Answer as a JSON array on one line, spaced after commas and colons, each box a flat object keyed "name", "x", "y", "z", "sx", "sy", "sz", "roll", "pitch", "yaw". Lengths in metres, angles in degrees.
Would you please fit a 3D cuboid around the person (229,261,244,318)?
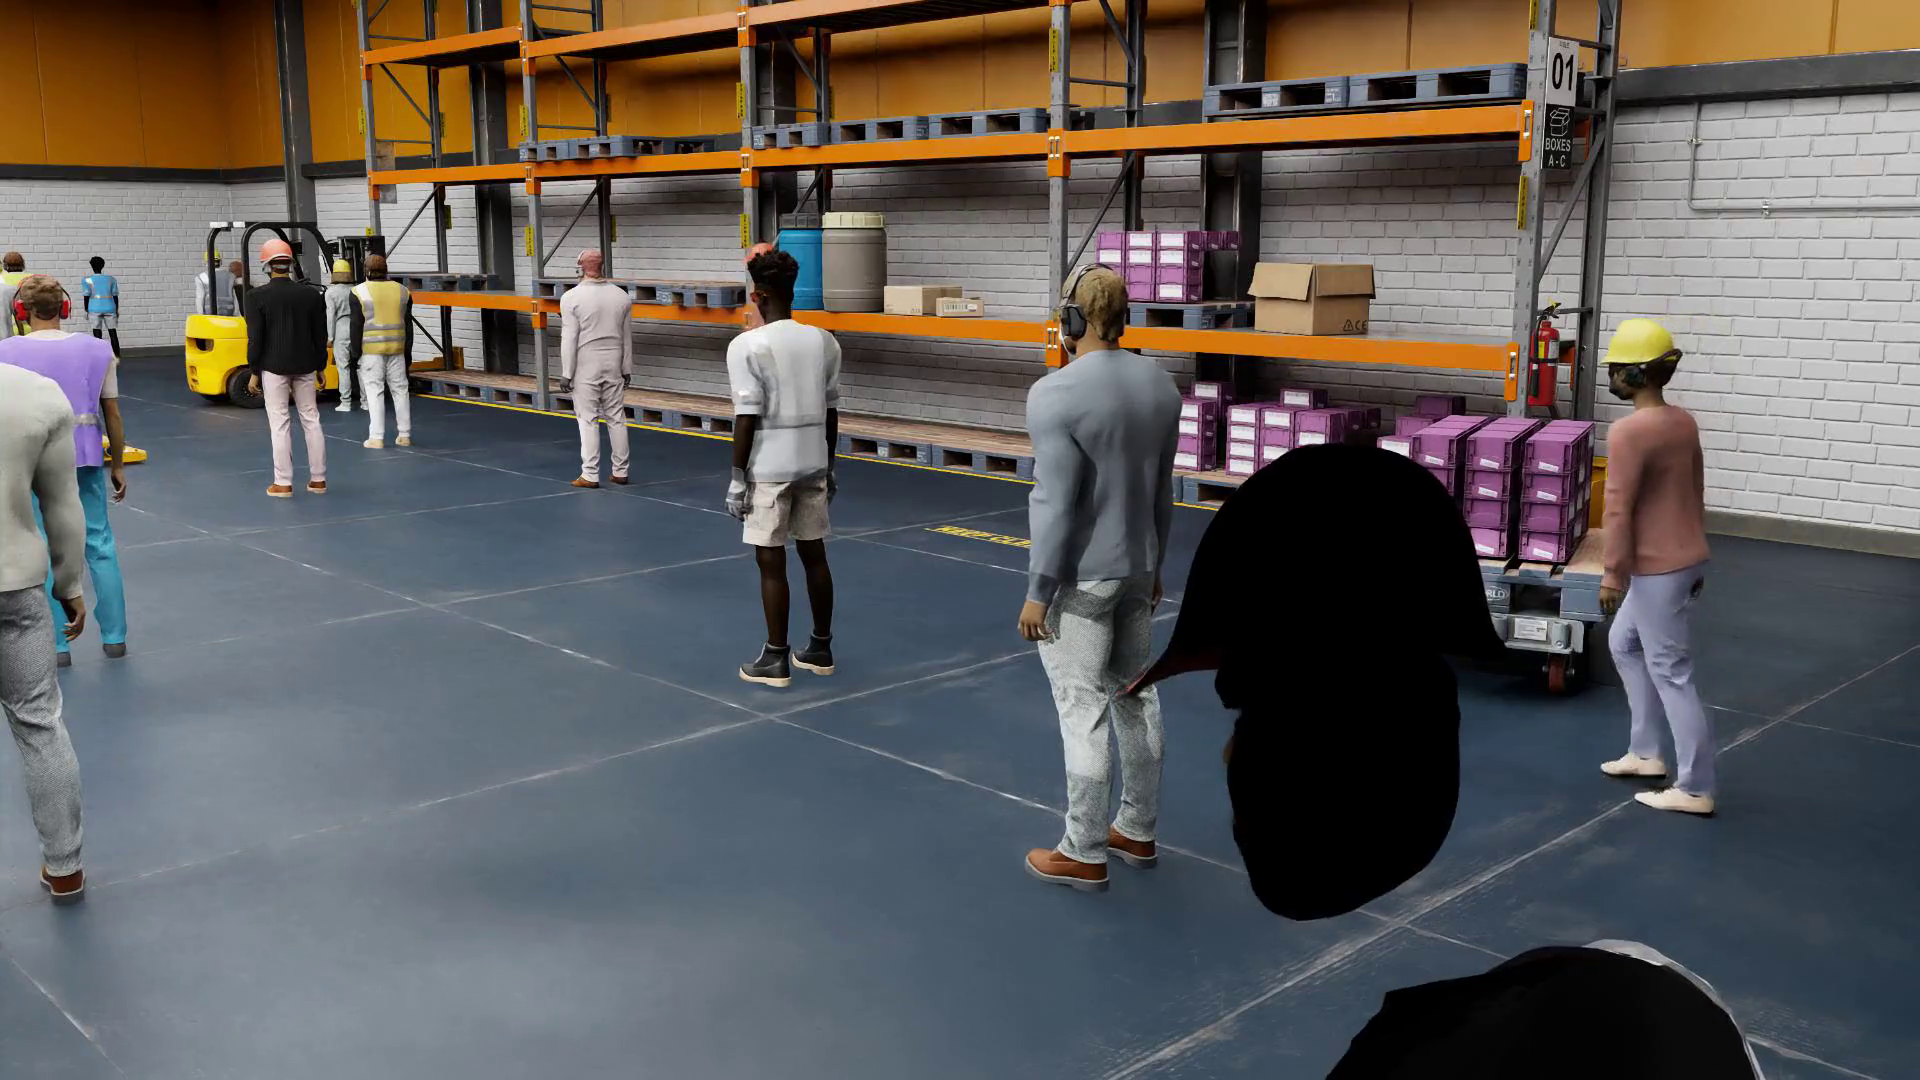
[{"name": "person", "x": -11.390, "y": -3.630, "z": 26.511, "sx": 0.333, "sy": 1.611, "sz": 0.617, "roll": 0, "pitch": 10, "yaw": -1}]

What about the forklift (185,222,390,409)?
[{"name": "forklift", "x": -8.169, "y": -2.758, "z": 20.163, "sx": 2.313, "sy": 2.155, "sz": 1.214, "roll": -10, "pitch": 14, "yaw": -44}]

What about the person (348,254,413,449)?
[{"name": "person", "x": -5.529, "y": -1.796, "z": 15.884, "sx": 0.634, "sy": 1.841, "sz": 0.429, "roll": -10, "pitch": 14, "yaw": -44}]

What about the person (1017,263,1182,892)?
[{"name": "person", "x": 0.428, "y": 0.119, "z": 5.171, "sx": 0.635, "sy": 1.937, "sz": 0.353, "roll": -10, "pitch": 14, "yaw": -44}]

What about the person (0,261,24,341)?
[{"name": "person", "x": -9.319, "y": -1.846, "z": 16.082, "sx": 0.535, "sy": 1.868, "sz": 0.309, "roll": -10, "pitch": 14, "yaw": -44}]

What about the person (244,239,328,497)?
[{"name": "person", "x": -5.234, "y": -1.330, "z": 12.930, "sx": 0.623, "sy": 1.989, "sz": 0.400, "roll": -10, "pitch": 14, "yaw": -44}]

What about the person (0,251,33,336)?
[{"name": "person", "x": -10.675, "y": -2.352, "z": 18.918, "sx": 0.634, "sy": 1.839, "sz": 0.429, "roll": -10, "pitch": 14, "yaw": -44}]

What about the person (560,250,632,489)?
[{"name": "person", "x": -2.942, "y": -1.370, "z": 13.387, "sx": 0.652, "sy": 1.904, "sz": 0.402, "roll": -10, "pitch": 14, "yaw": -44}]

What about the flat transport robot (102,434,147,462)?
[{"name": "flat transport robot", "x": -7.964, "y": -0.758, "z": 14.507, "sx": 1.431, "sy": 0.197, "sz": 0.652, "roll": -10, "pitch": 14, "yaw": -44}]

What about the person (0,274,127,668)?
[{"name": "person", "x": -4.223, "y": -0.318, "z": 7.823, "sx": 0.572, "sy": 1.839, "sz": 0.374, "roll": -10, "pitch": 14, "yaw": -44}]

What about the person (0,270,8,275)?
[{"name": "person", "x": -11.965, "y": -2.661, "z": 20.705, "sx": 0.444, "sy": 1.815, "sz": 0.690, "roll": 0, "pitch": 10, "yaw": 0}]

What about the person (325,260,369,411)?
[{"name": "person", "x": -7.082, "y": -2.356, "z": 19.209, "sx": 0.493, "sy": 1.740, "sz": 0.325, "roll": -10, "pitch": 14, "yaw": -44}]

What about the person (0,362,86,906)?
[{"name": "person", "x": -2.896, "y": 0.173, "z": 4.881, "sx": 0.635, "sy": 1.936, "sz": 0.354, "roll": -10, "pitch": 14, "yaw": -44}]

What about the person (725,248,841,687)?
[{"name": "person", "x": -0.802, "y": -0.324, "z": 7.517, "sx": 0.614, "sy": 1.962, "sz": 0.366, "roll": -10, "pitch": 14, "yaw": -44}]

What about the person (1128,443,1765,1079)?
[{"name": "person", "x": 0.249, "y": 0.874, "z": 1.068, "sx": 0.552, "sy": 1.932, "sz": 0.377, "roll": -10, "pitch": 14, "yaw": -44}]

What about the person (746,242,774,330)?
[{"name": "person", "x": -1.685, "y": -1.692, "z": 15.026, "sx": 0.416, "sy": 1.954, "sz": 0.710, "roll": 0, "pitch": 10, "yaw": 0}]

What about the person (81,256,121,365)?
[{"name": "person", "x": -13.336, "y": -3.550, "z": 25.839, "sx": 0.540, "sy": 1.695, "sz": 0.317, "roll": -10, "pitch": 14, "yaw": -44}]

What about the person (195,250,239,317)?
[{"name": "person", "x": -10.542, "y": -3.208, "z": 23.616, "sx": 0.601, "sy": 1.827, "sz": 0.403, "roll": -10, "pitch": 14, "yaw": -44}]

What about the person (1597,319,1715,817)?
[{"name": "person", "x": 2.460, "y": 0.095, "z": 5.871, "sx": 0.584, "sy": 1.725, "sz": 0.528, "roll": 10, "pitch": 14, "yaw": 43}]
